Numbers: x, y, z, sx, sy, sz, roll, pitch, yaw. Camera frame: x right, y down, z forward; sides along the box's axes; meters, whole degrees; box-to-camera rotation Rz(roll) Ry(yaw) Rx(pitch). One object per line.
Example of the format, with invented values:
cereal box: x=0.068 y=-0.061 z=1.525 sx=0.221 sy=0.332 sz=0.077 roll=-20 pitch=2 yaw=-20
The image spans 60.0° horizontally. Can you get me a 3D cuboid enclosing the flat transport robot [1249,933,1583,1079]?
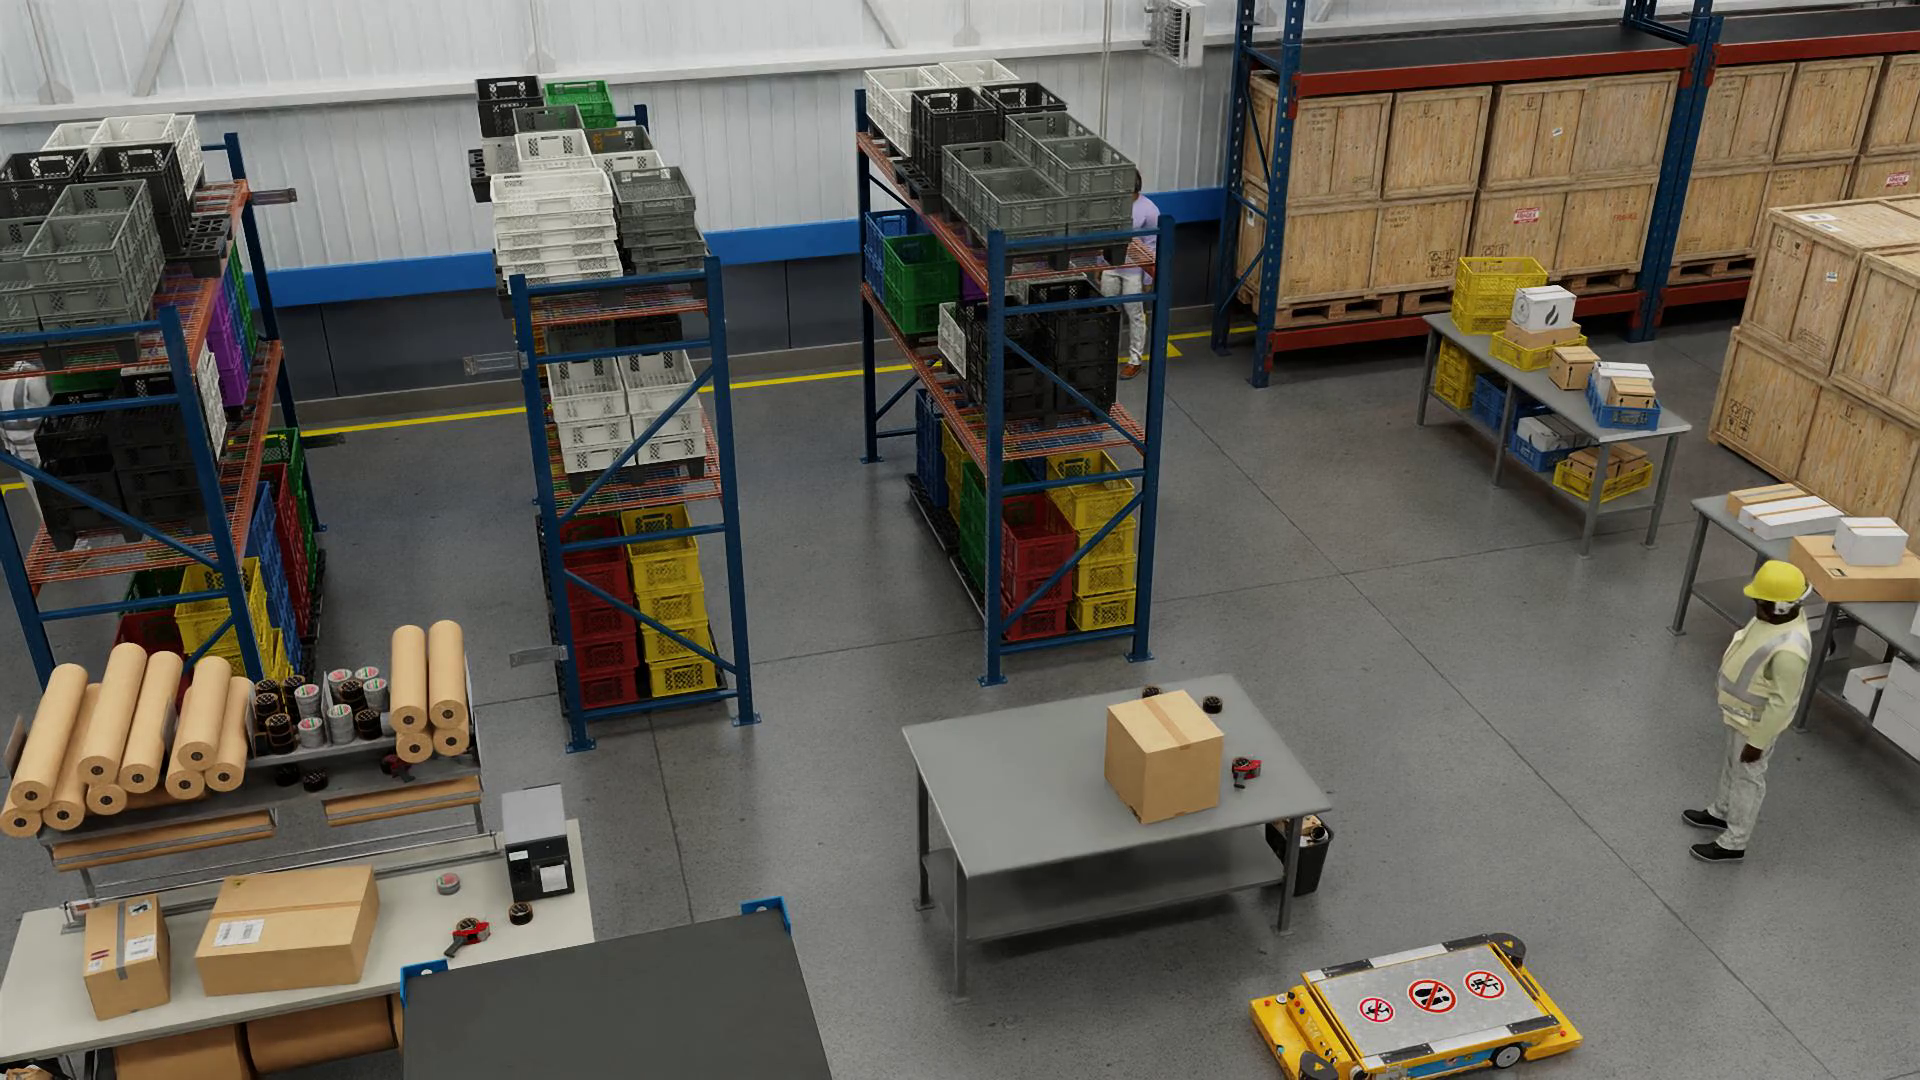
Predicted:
flat transport robot: x=2.184 y=2.282 z=7.980 sx=1.431 sy=0.197 sz=0.652 roll=-8 pitch=30 yaw=-14

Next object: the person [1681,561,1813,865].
person: x=4.221 y=0.913 z=8.872 sx=0.404 sy=1.822 sz=0.586 roll=8 pitch=30 yaw=14

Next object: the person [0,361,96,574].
person: x=-6.491 y=-0.646 z=11.643 sx=0.581 sy=1.884 sz=0.339 roll=16 pitch=33 yaw=26

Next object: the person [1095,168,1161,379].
person: x=1.472 y=-2.389 z=14.773 sx=0.625 sy=1.933 sz=0.375 roll=22 pitch=35 yaw=34
